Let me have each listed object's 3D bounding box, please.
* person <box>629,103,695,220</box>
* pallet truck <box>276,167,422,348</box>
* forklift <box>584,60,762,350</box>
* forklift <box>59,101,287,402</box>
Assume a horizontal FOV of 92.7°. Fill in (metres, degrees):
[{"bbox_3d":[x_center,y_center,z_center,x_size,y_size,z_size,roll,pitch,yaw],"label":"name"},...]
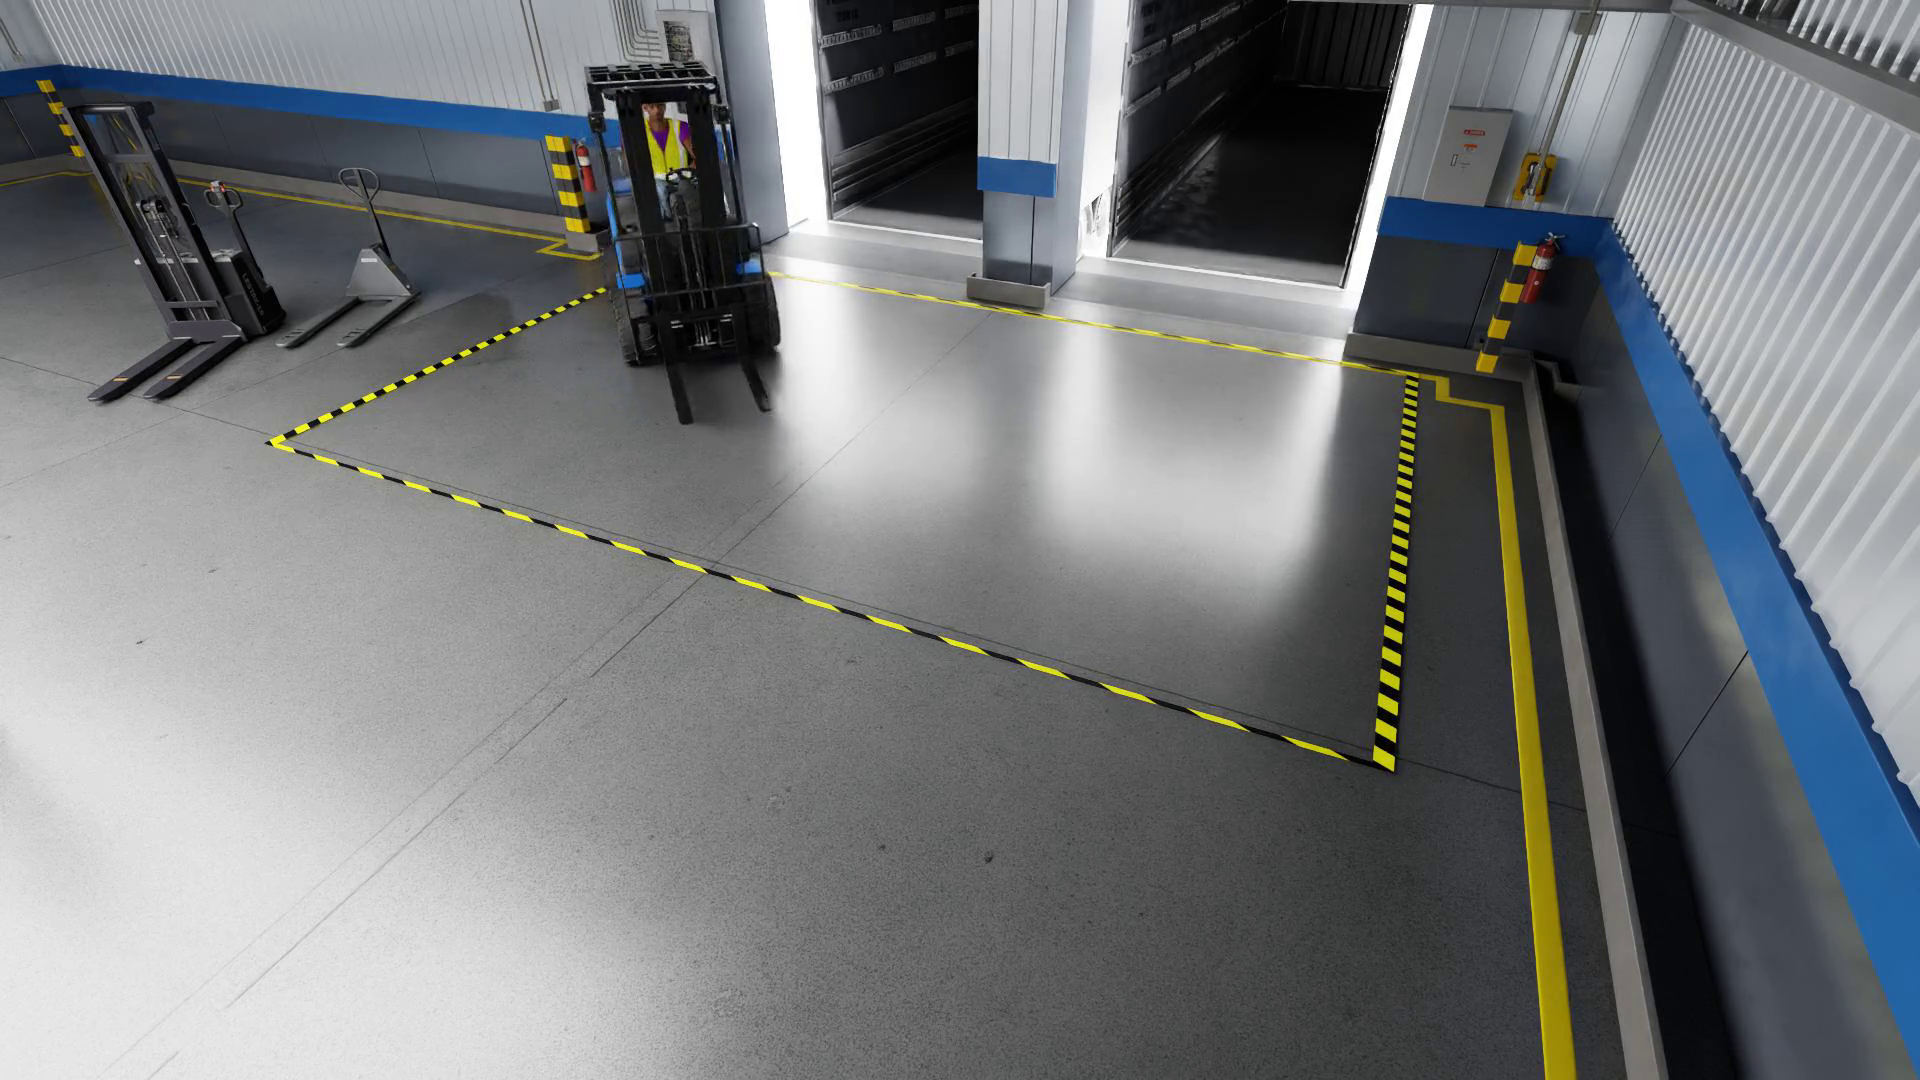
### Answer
[{"bbox_3d":[-2.523,-3.146,7.883,0.635,1.294,1.004,-12,37,-16],"label":"person"},{"bbox_3d":[-5.732,-2.611,8.414,0.680,1.201,1.601,-1,35,-1],"label":"pallet truck"},{"bbox_3d":[-2.536,-3.026,8.038,1.157,2.036,2.680,-12,37,-16],"label":"forklift"},{"bbox_3d":[-6.686,-2.387,7.434,0.823,1.965,1.885,-3,35,-5],"label":"forklift"}]
